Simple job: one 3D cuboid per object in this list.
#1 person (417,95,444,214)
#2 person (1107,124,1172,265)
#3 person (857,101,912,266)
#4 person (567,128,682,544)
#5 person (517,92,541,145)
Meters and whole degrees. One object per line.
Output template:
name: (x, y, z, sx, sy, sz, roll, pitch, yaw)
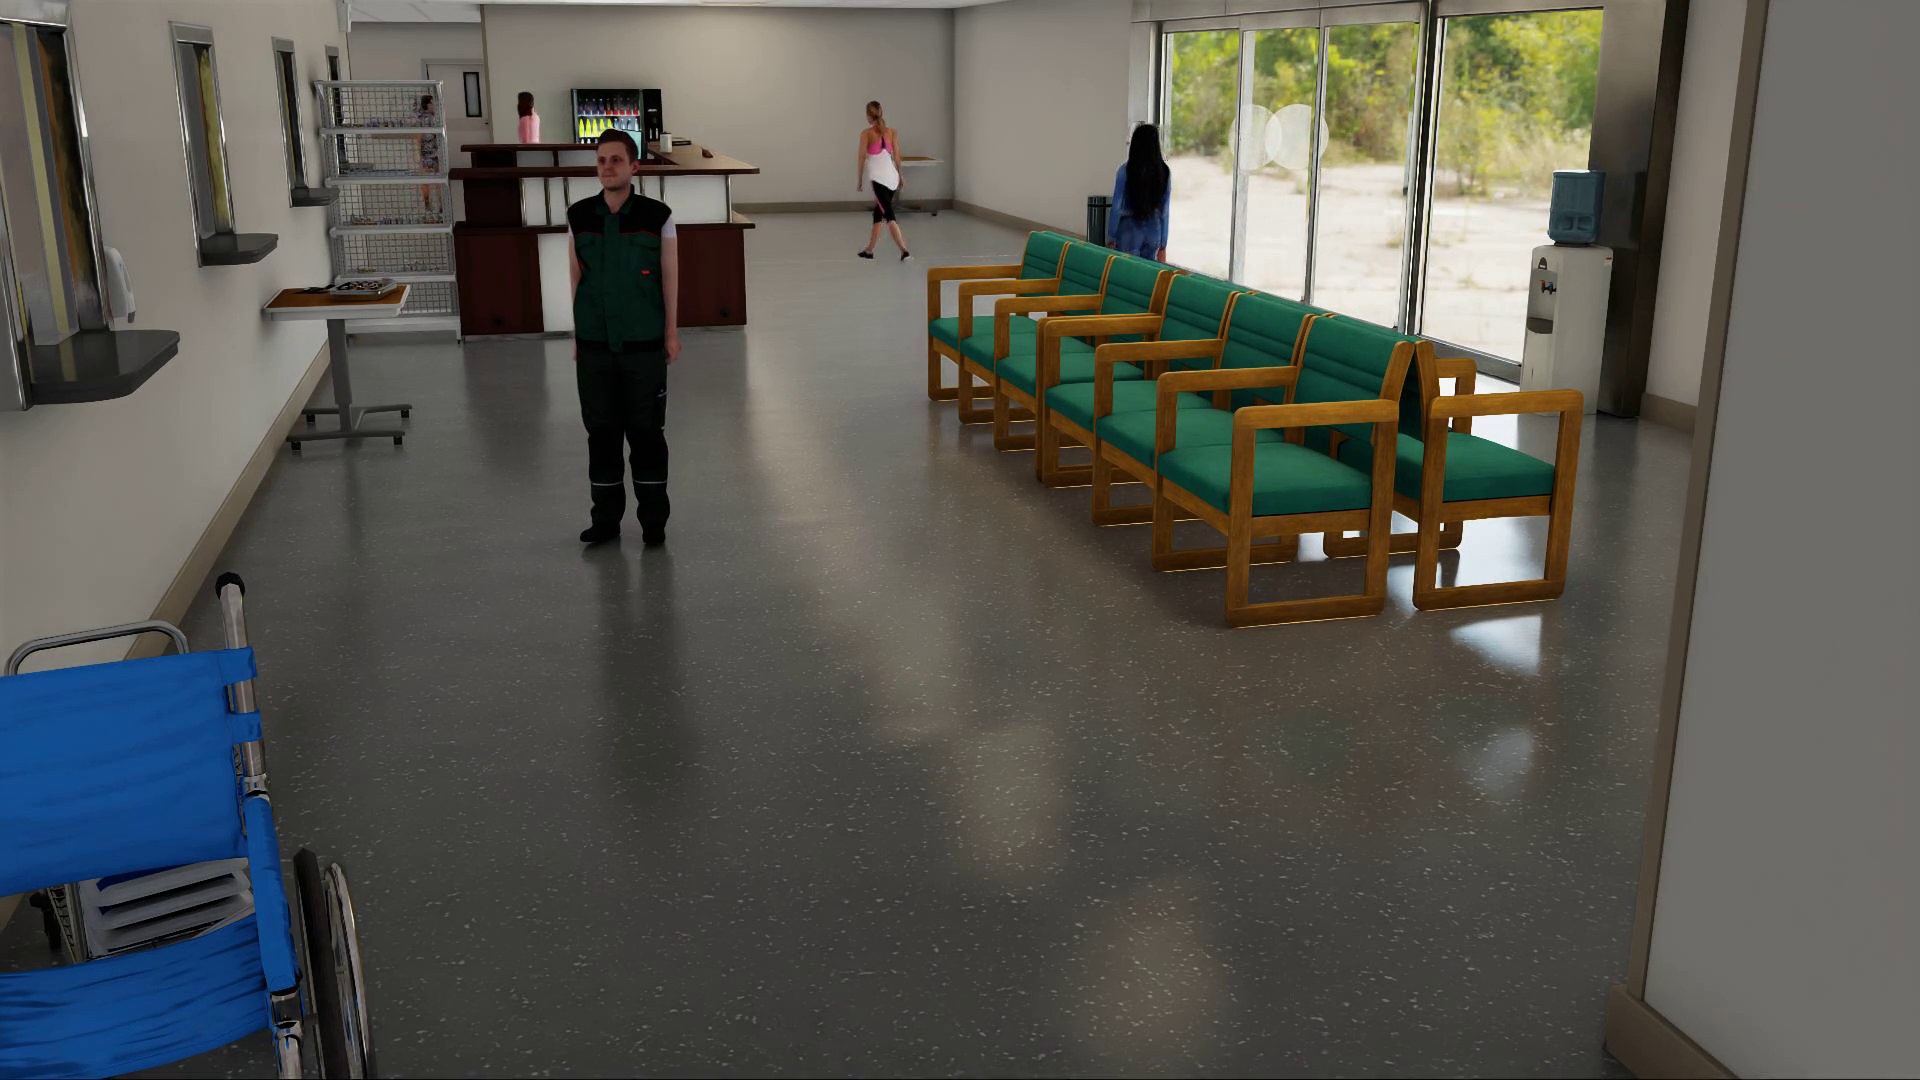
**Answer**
person: (-7.858, -5.691, 24.703, 1.149, 1.694, 0.920, -10, 19, -31)
person: (1.334, -2.123, 12.057, 1.059, 1.689, 0.753, -6, 17, -21)
person: (-0.762, -3.767, 17.842, 1.241, 1.714, 0.964, -9, 18, -30)
person: (-1.506, -0.896, 7.419, 0.623, 1.842, 0.767, 1, 16, 3)
person: (-5.907, -5.315, 23.226, 1.187, 1.770, 1.013, 5, 17, 18)
